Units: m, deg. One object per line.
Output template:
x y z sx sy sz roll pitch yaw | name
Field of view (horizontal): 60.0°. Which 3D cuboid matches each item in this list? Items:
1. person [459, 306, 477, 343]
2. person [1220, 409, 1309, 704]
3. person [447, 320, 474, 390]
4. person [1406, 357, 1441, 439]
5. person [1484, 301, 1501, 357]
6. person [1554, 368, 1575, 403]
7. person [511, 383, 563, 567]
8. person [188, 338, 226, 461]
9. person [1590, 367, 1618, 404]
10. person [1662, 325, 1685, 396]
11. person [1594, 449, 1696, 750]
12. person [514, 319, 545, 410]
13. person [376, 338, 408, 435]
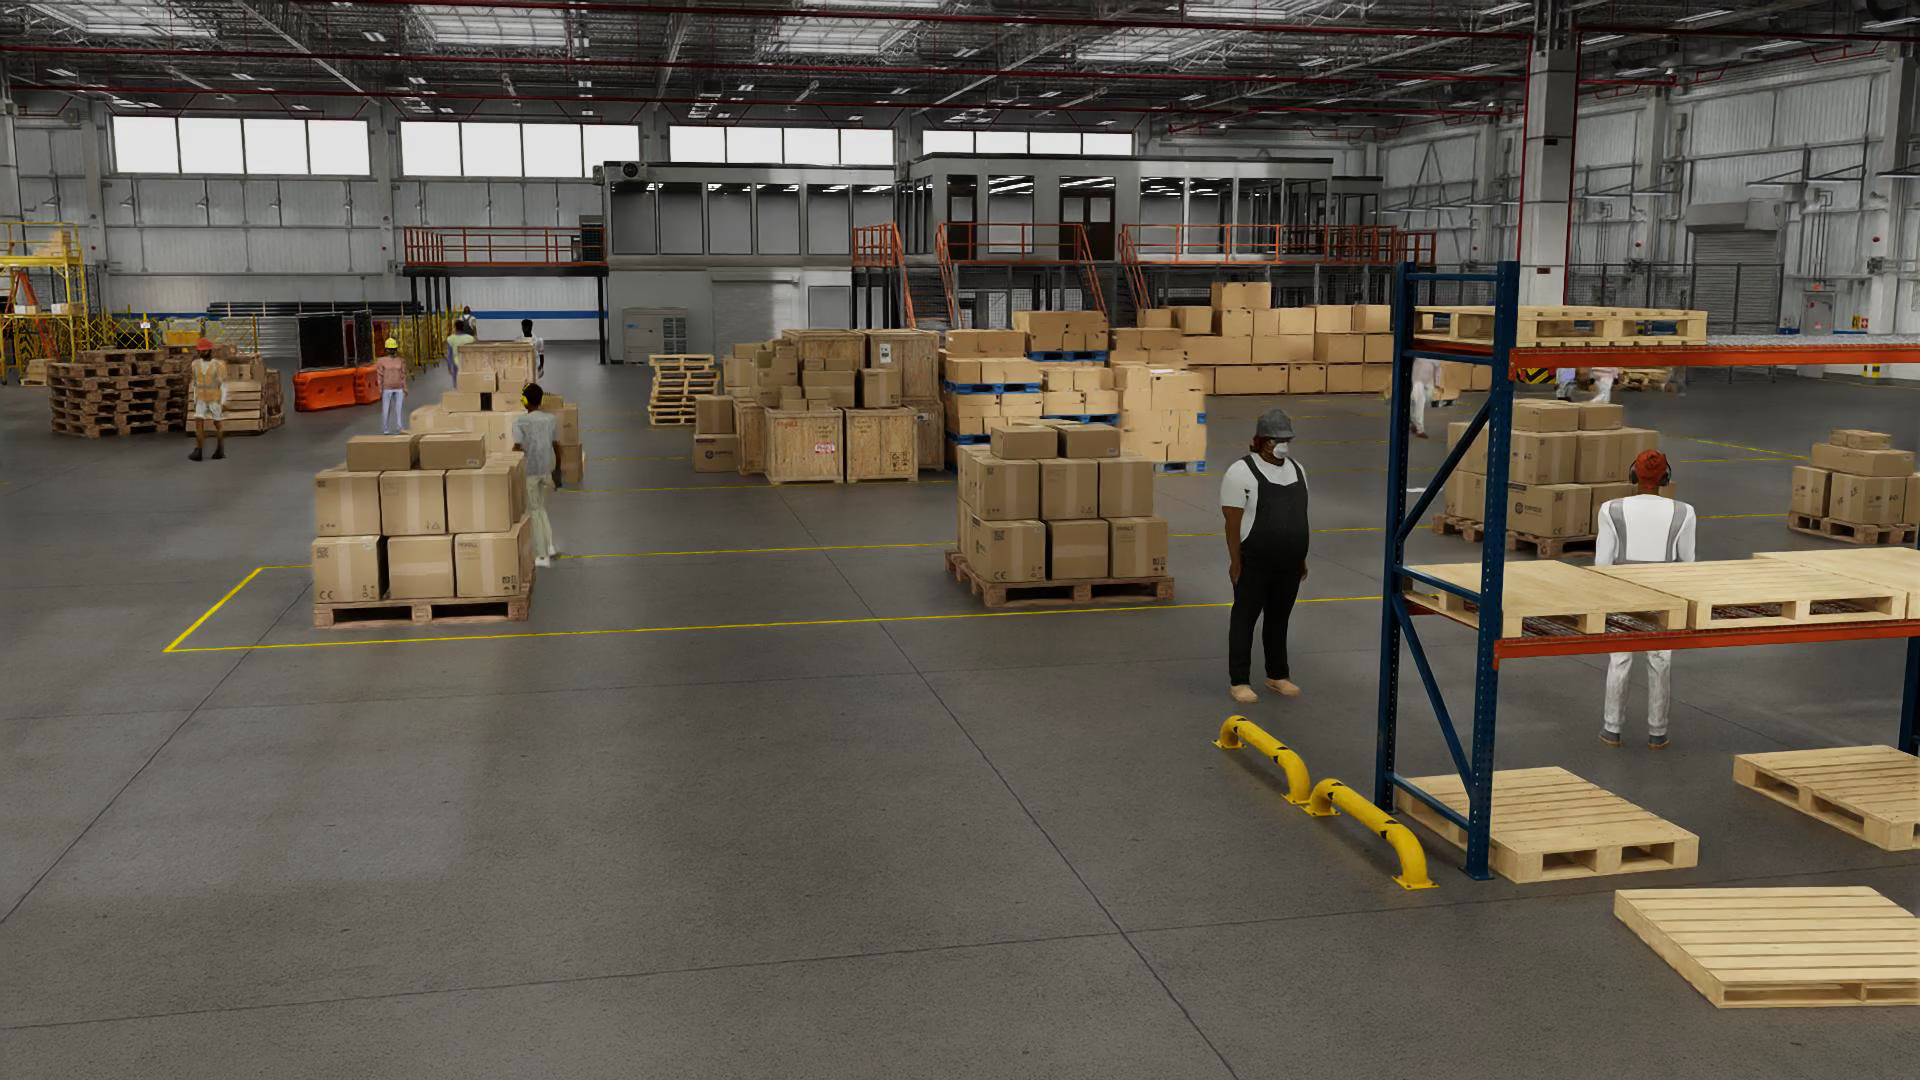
-14.800 -6.123 50.094 0.508 1.847 0.345 0 9 -2 | person
2.168 0.106 11.528 0.673 2.000 0.535 -5 11 -27 | person
-10.550 -3.708 35.210 0.588 1.905 0.441 -5 10 -26 | person
8.153 -2.770 29.465 0.632 1.913 0.811 -2 10 -12 | person
17.563 -6.936 54.926 0.619 1.892 1.059 7 11 35 | person
11.039 -2.943 30.429 0.552 1.934 0.373 -8 12 -41 | person
-4.296 -0.650 16.729 0.510 1.853 0.513 8 12 39 | person
-11.683 -2.161 25.753 0.579 1.902 0.911 0 9 1 | person
12.465 -3.189 32.315 0.774 1.817 0.622 -2 10 -14 | person
16.752 -4.229 38.895 0.562 1.724 0.499 -5 10 -27 | person
4.250 0.375 10.369 0.585 1.881 0.343 3 10 17 | person
-8.762 -3.518 33.852 0.608 1.963 0.369 0 9 -1 | person
-9.919 -2.636 29.084 0.524 1.769 0.309 -8 12 -39 | person
